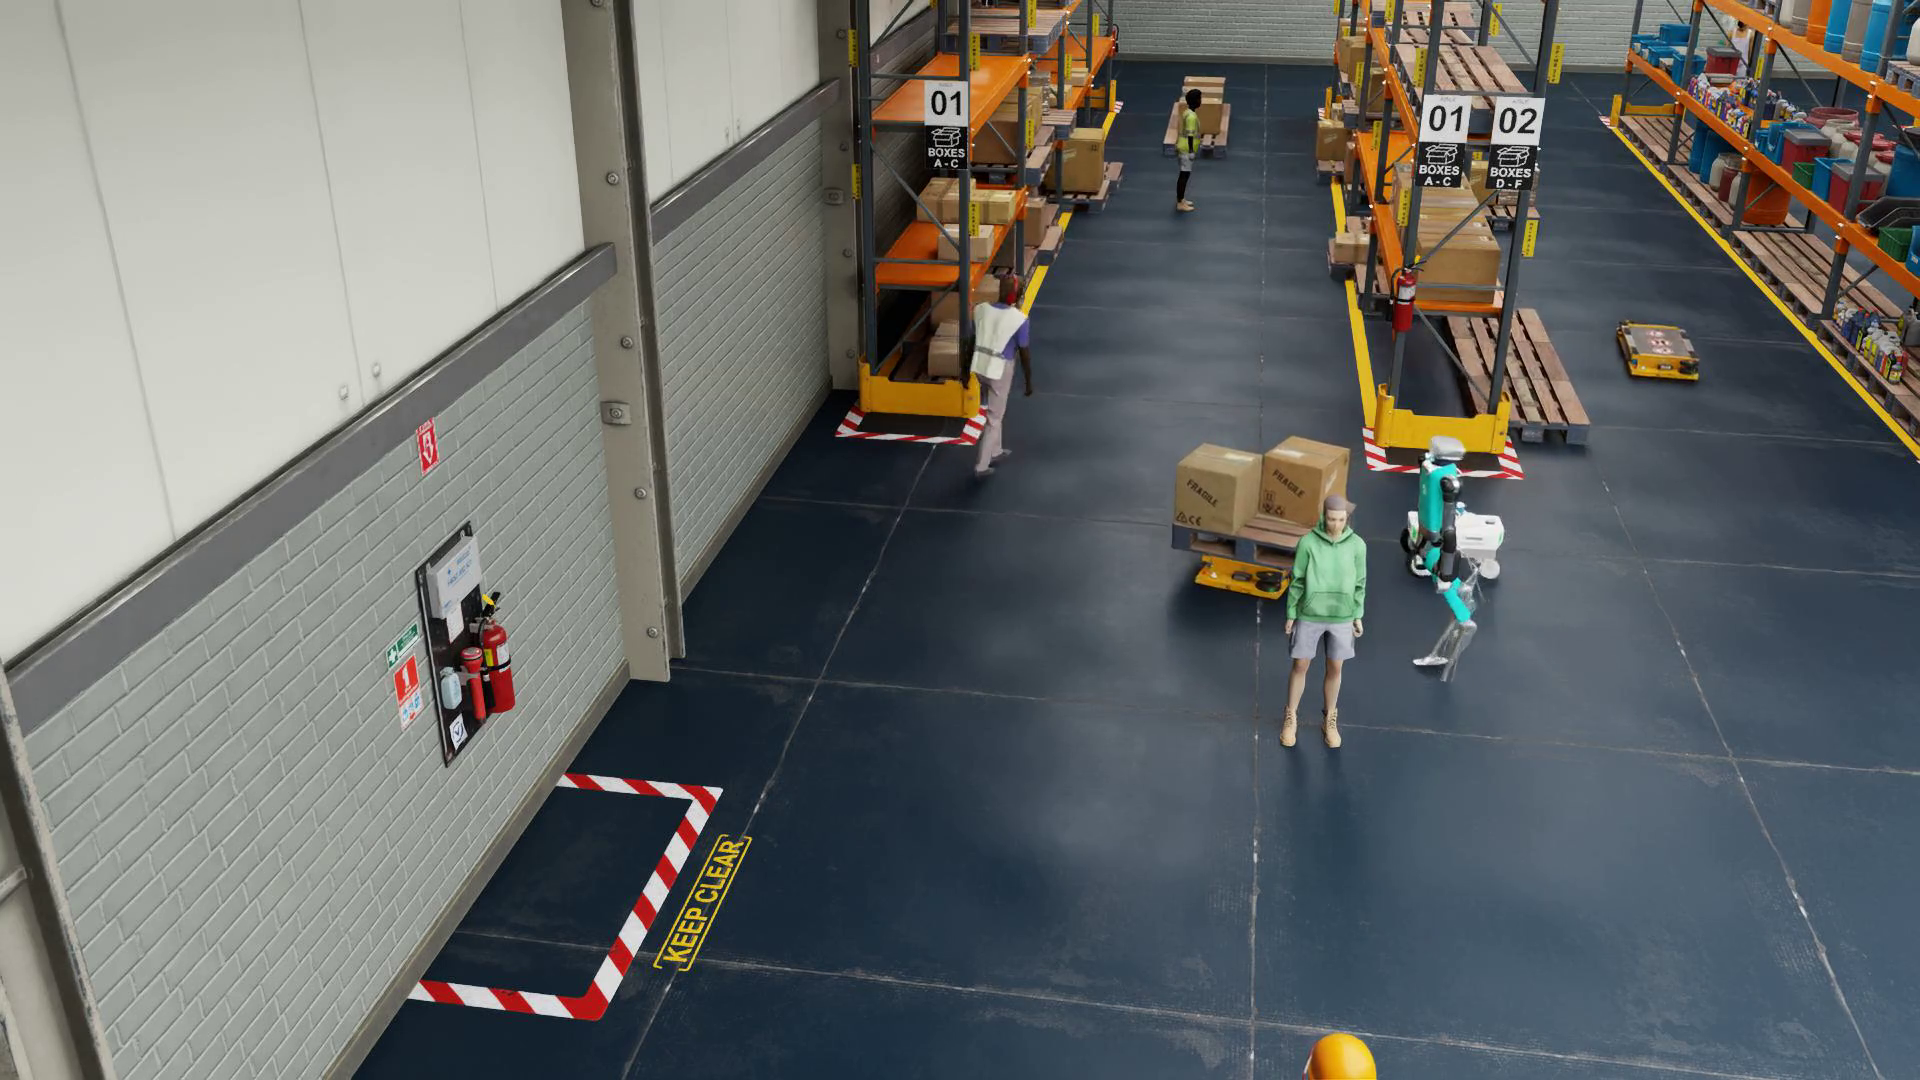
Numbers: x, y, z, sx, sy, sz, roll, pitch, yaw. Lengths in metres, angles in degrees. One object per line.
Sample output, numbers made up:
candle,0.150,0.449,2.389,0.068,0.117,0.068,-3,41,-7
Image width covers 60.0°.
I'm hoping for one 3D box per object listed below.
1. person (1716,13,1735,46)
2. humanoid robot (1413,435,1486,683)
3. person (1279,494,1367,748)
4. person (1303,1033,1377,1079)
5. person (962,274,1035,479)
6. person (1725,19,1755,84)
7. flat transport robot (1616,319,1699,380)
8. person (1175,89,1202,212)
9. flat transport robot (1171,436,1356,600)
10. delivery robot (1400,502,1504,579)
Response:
person,15.077,-9.812,32.655,0.886,1.707,0.577,2,25,3
humanoid robot,3.400,0.154,11.338,0.667,1.835,0.538,-3,25,-6
person,2.306,0.504,10.537,0.487,1.741,0.329,2,25,4
person,1.303,2.543,5.995,0.584,1.894,0.359,-7,26,-14
person,0.346,-1.440,14.627,0.578,1.800,0.761,21,32,37
person,13.732,-8.397,29.449,0.527,1.860,0.380,11,27,23
flat transport robot,7.410,-2.024,17.690,0.659,0.231,1.431,6,26,13
person,3.226,-5.501,23.450,0.320,1.694,0.533,1,25,2
flat transport robot,2.418,0.060,13.229,0.659,0.231,1.431,12,28,24
delivery robot,3.854,-0.012,13.040,0.781,0.591,0.499,3,25,7
